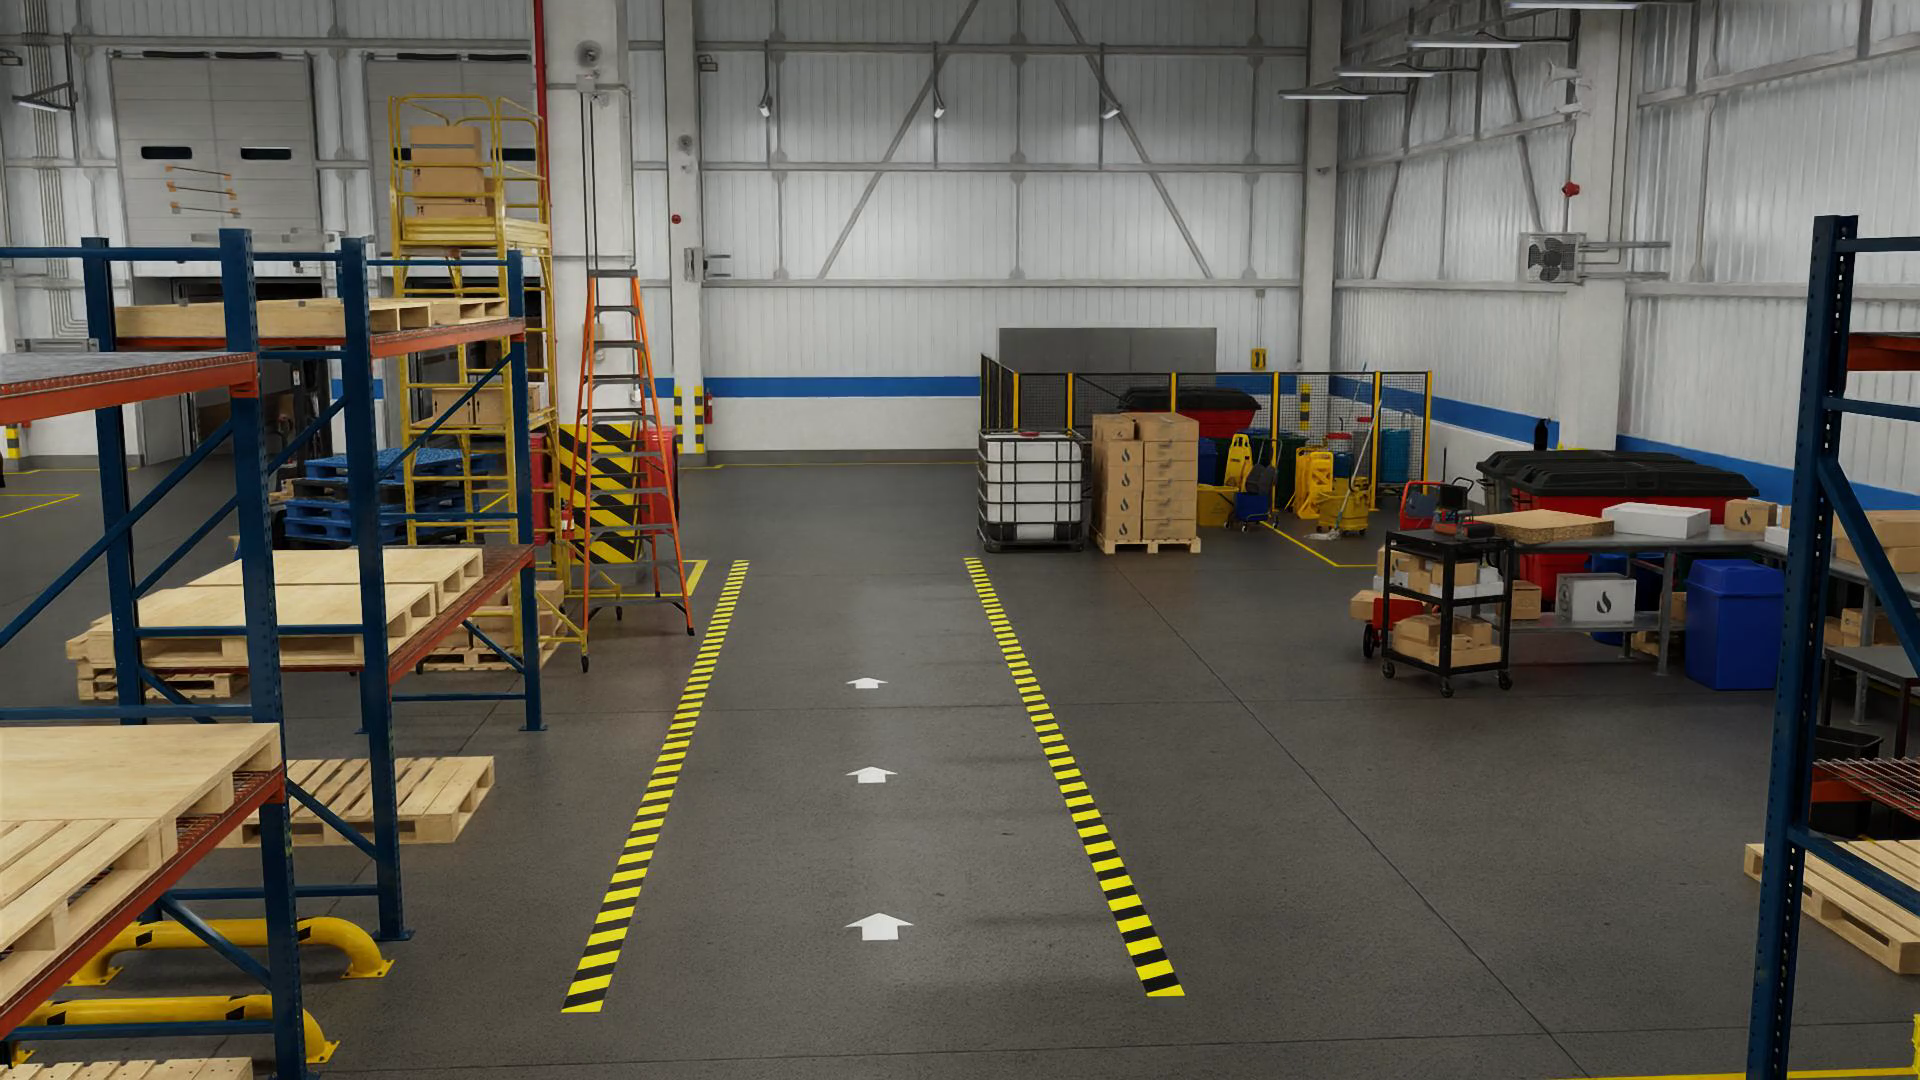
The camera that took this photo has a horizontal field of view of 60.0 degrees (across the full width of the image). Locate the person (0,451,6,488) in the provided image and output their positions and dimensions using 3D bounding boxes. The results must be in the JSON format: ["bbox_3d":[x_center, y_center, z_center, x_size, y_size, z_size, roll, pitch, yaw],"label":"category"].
[{"bbox_3d":[-13.179,-1.651,22.486,0.384,1.929,0.543,-8,12,-42],"label":"person"}]

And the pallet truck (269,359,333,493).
[{"bbox_3d":[-7.062,-1.131,18.996,1.885,1.965,0.823,2,9,13],"label":"pallet truck"}]
